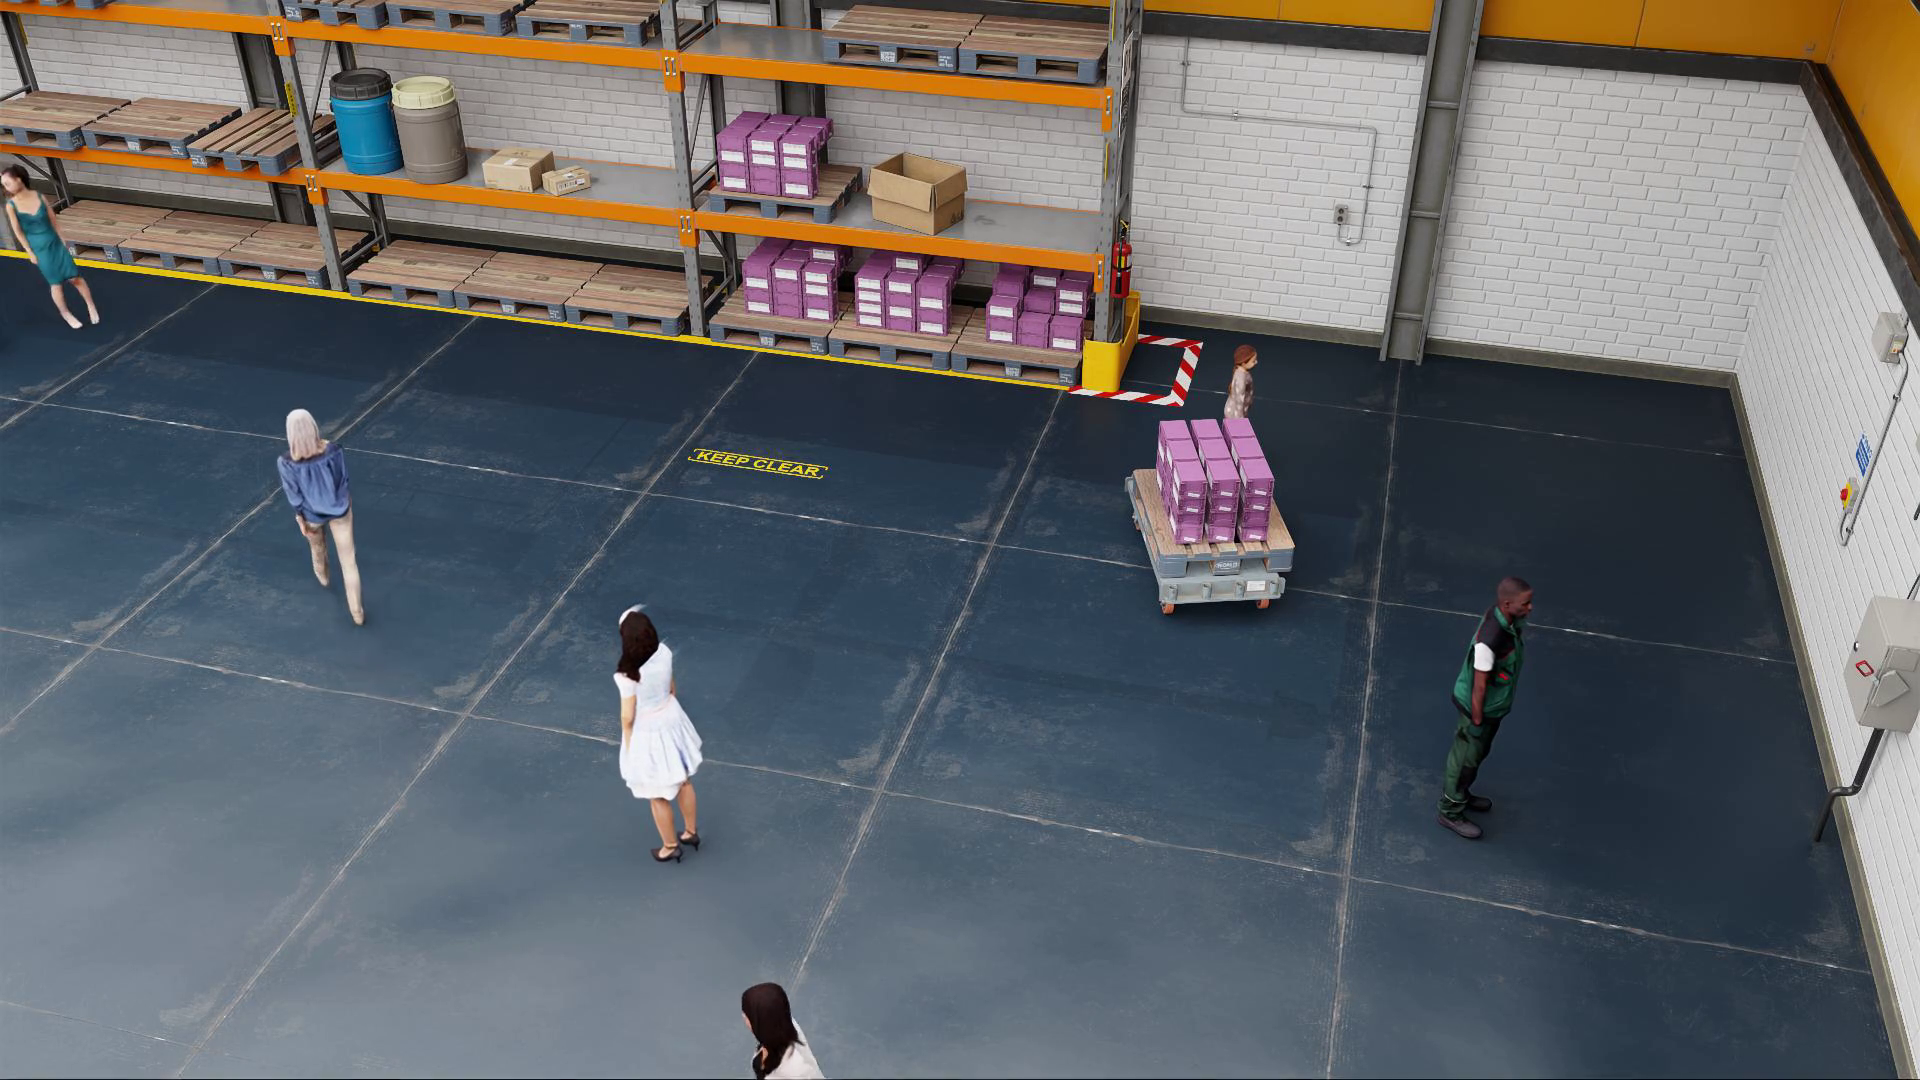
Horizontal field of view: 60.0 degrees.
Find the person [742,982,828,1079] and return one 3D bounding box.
[{"bbox_3d":[-0.671,2.683,7.836,0.965,1.601,0.869,-14,36,-20],"label":"person"}]

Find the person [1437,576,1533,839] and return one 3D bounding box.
[{"bbox_3d":[3.197,0.990,10.168,0.689,1.840,0.741,17,37,23],"label":"person"}]

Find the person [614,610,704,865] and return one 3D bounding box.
[{"bbox_3d":[-1.798,1.191,9.897,0.858,1.805,0.815,25,41,32],"label":"person"}]

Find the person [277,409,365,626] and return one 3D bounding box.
[{"bbox_3d":[-4.555,-0.132,12.020,1.081,1.657,1.102,-15,36,-21],"label":"person"}]

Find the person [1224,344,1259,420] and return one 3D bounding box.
[{"bbox_3d":[2.316,-1.102,13.898,0.491,1.195,0.492,4,34,6],"label":"person"}]

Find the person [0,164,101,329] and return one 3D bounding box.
[{"bbox_3d":[-8.849,-2.797,16.021,0.721,1.667,0.730,21,39,28],"label":"person"}]
